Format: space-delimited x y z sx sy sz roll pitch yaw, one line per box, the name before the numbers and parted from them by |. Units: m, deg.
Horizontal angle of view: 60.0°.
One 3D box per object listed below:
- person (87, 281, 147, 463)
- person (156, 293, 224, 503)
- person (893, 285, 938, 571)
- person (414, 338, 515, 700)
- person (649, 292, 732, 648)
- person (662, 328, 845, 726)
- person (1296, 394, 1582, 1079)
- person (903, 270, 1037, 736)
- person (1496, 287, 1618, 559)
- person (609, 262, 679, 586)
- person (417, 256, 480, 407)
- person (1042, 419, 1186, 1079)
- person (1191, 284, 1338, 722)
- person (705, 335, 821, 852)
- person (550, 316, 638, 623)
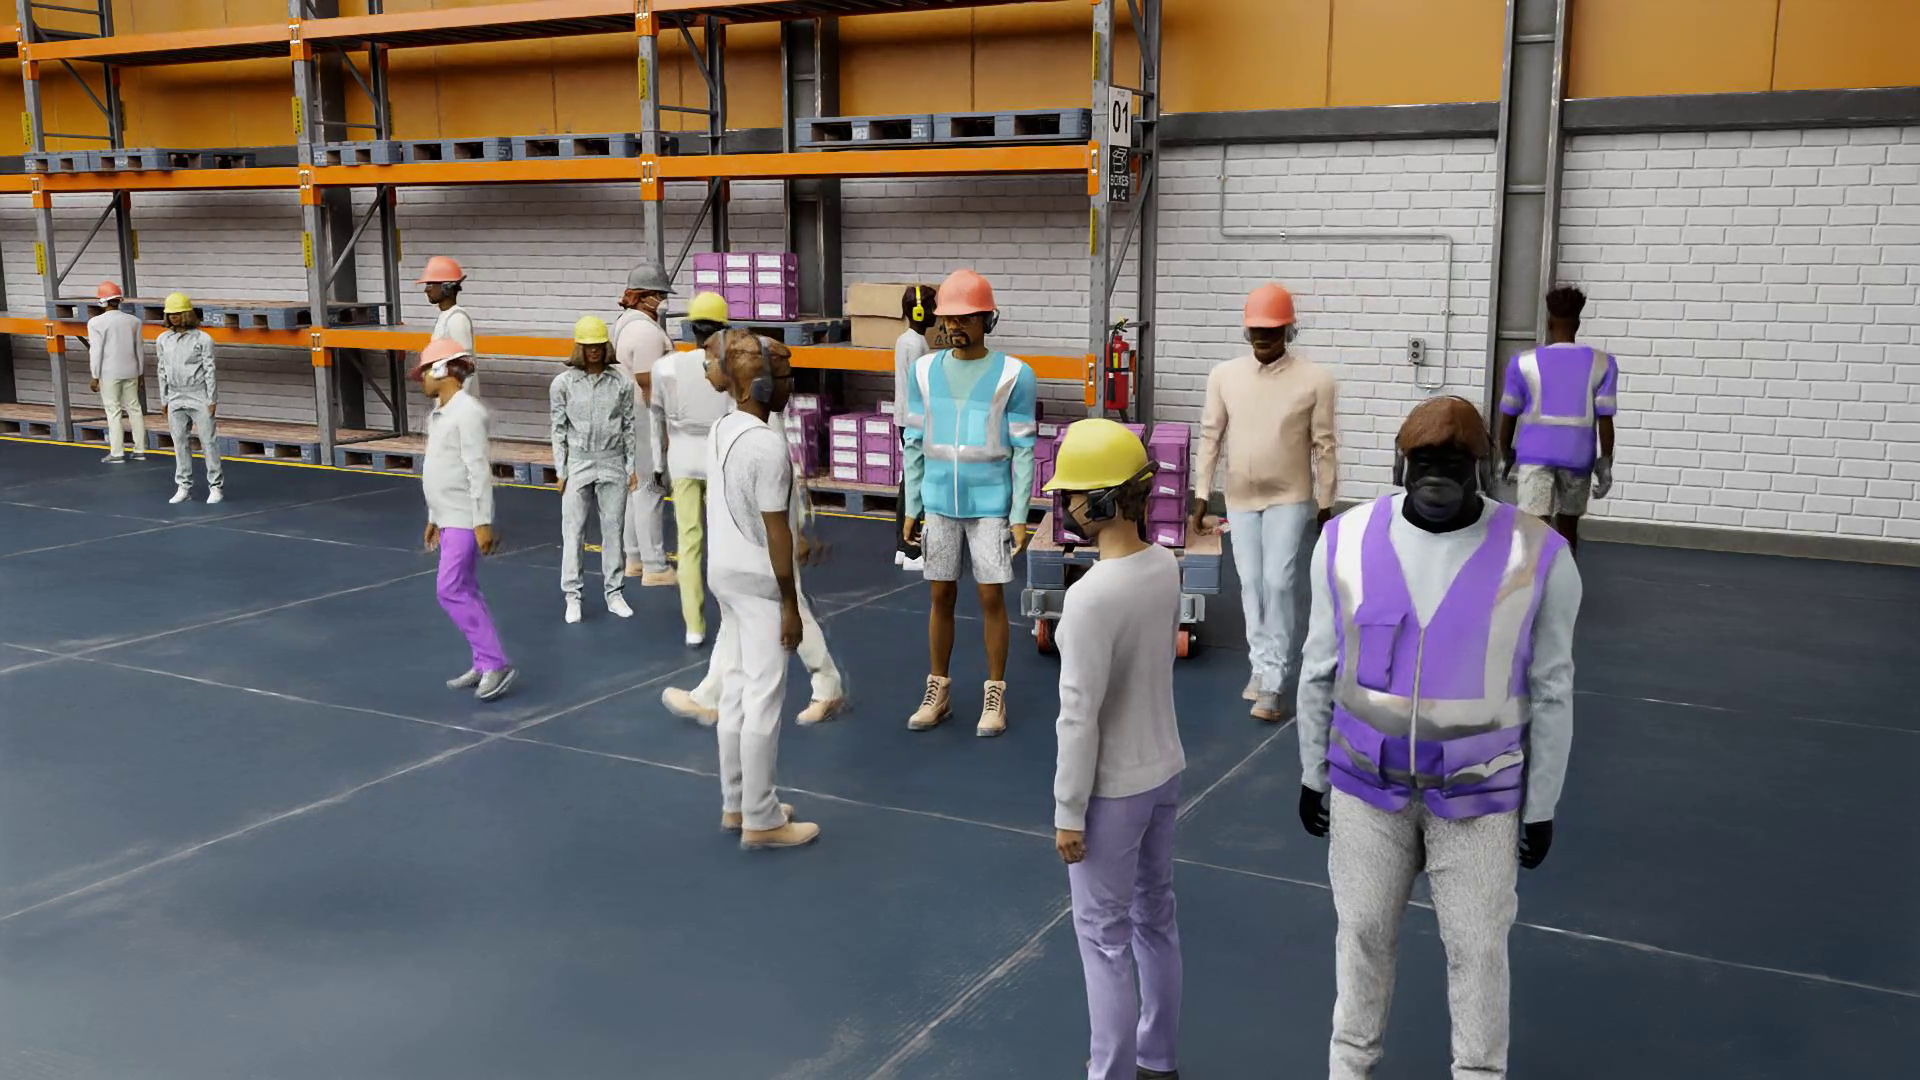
person | -8.220 -1.634 16.203 0.328 1.754 0.575 5 12 28
person | -6.333 -1.152 13.641 0.484 1.736 0.343 1 10 4
person | -0.272 -0.735 10.968 0.326 1.874 0.518 -2 11 -11
person | -2.386 -0.103 7.990 0.365 1.700 0.674 -6 12 -29
person | -1.392 -0.404 9.135 0.604 1.881 0.961 -1 10 -5
person | -0.900 -0.041 7.415 0.848 1.788 0.558 -2 11 -11
person | 1.092 0.573 3.905 0.628 1.835 0.429 5 11 25
person | 0.029 -0.152 7.300 0.607 2.044 0.372 3 11 18
person | 3.394 -0.483 9.513 0.611 1.902 1.020 2 11 12
person | -1.943 -0.745 10.556 0.536 2.000 0.678 -5 11 -25
person | -3.656 -1.004 11.964 0.387 2.045 0.605 -5 11 -24
person | 0.363 0.583 4.057 0.342 1.761 0.526 6 12 31
person | 1.356 -0.170 7.601 0.611 1.959 0.851 6 12 29
person | -0.728 0.193 5.959 0.329 1.843 0.519 -7 12 -32
person | -2.072 -0.403 9.497 0.487 1.744 0.314 -5 11 -25
